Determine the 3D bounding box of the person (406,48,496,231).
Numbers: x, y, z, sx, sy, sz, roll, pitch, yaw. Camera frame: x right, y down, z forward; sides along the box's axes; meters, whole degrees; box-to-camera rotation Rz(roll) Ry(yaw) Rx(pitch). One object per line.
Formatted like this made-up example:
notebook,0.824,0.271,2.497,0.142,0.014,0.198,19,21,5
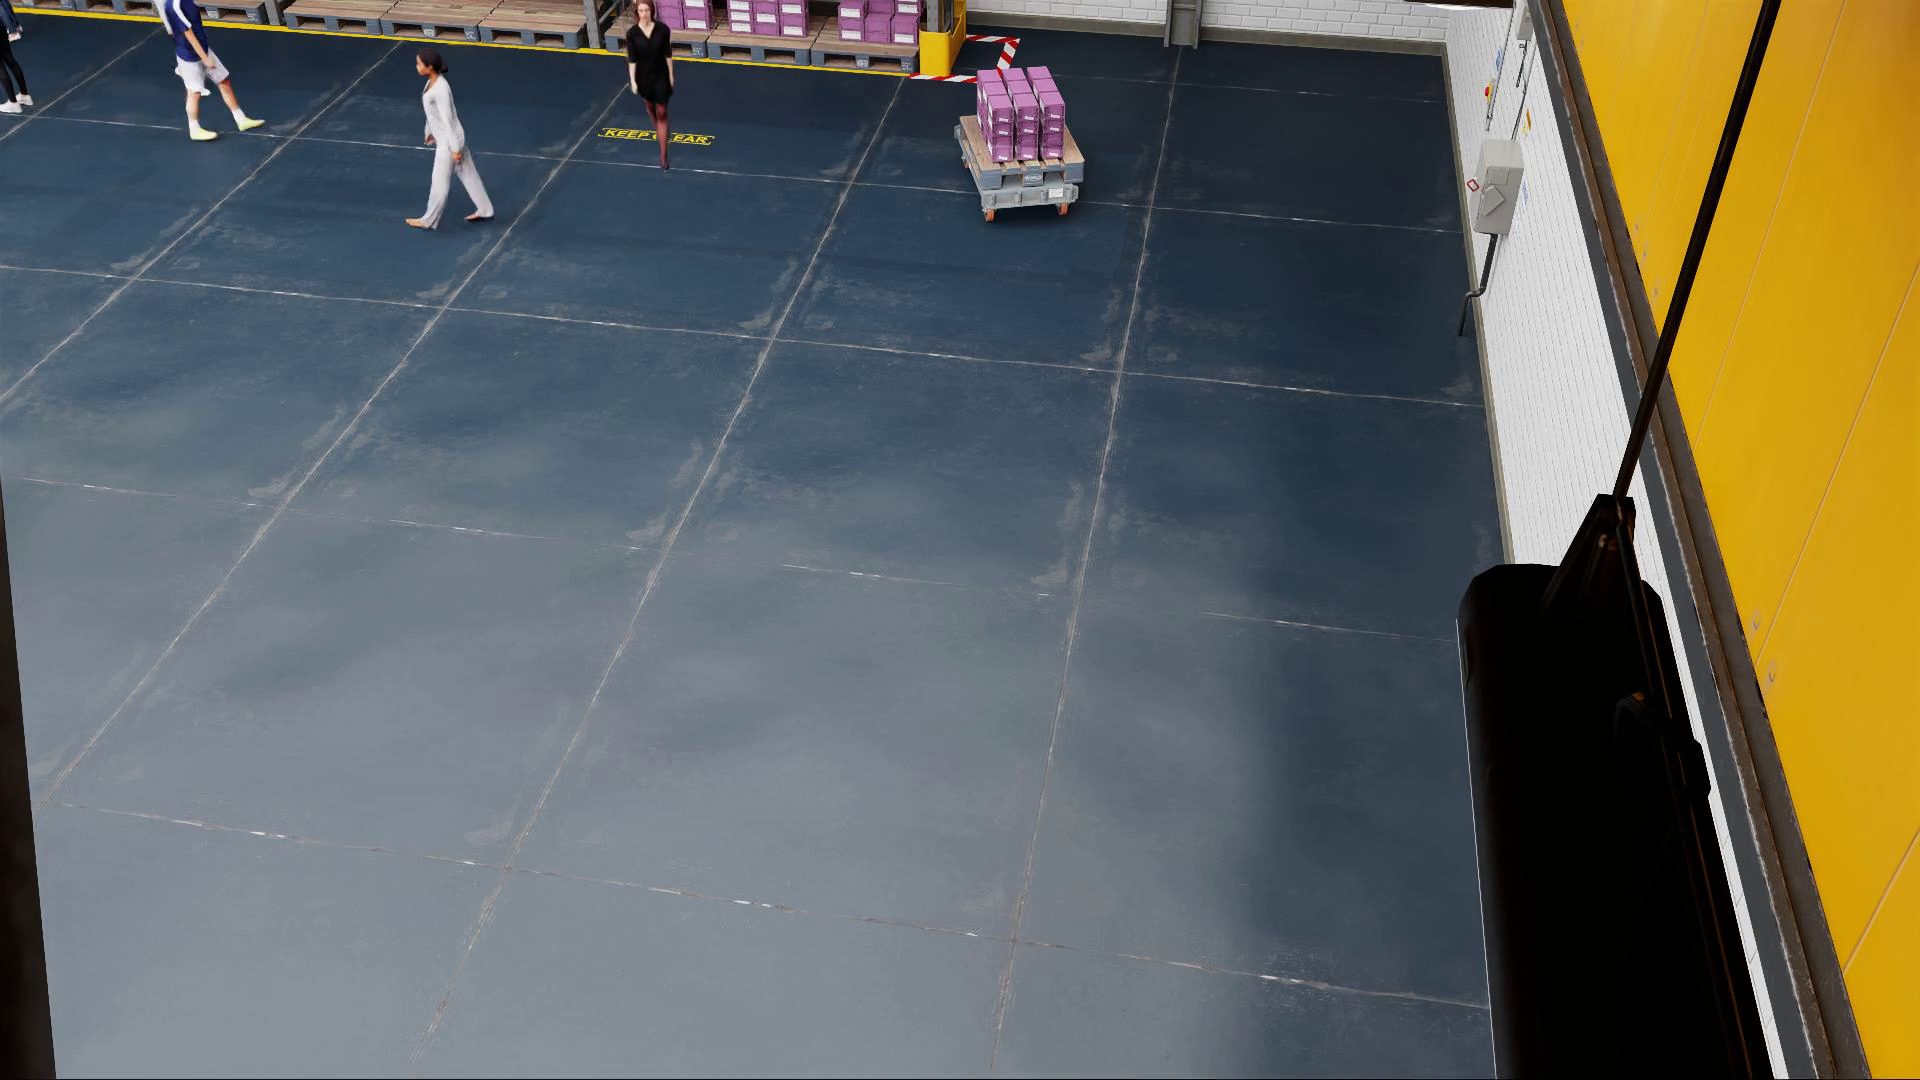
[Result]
person,-4.663,-3.727,15.463,1.160,1.703,0.978,-12,40,-15

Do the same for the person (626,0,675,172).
person,-3.085,-4.618,16.618,1.099,1.654,0.920,-7,39,-9

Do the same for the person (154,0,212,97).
person,-8.453,-5.582,17.796,0.655,1.690,0.625,6,39,8

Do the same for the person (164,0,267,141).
person,-7.856,-4.913,16.866,1.034,1.805,0.778,-1,39,-2
